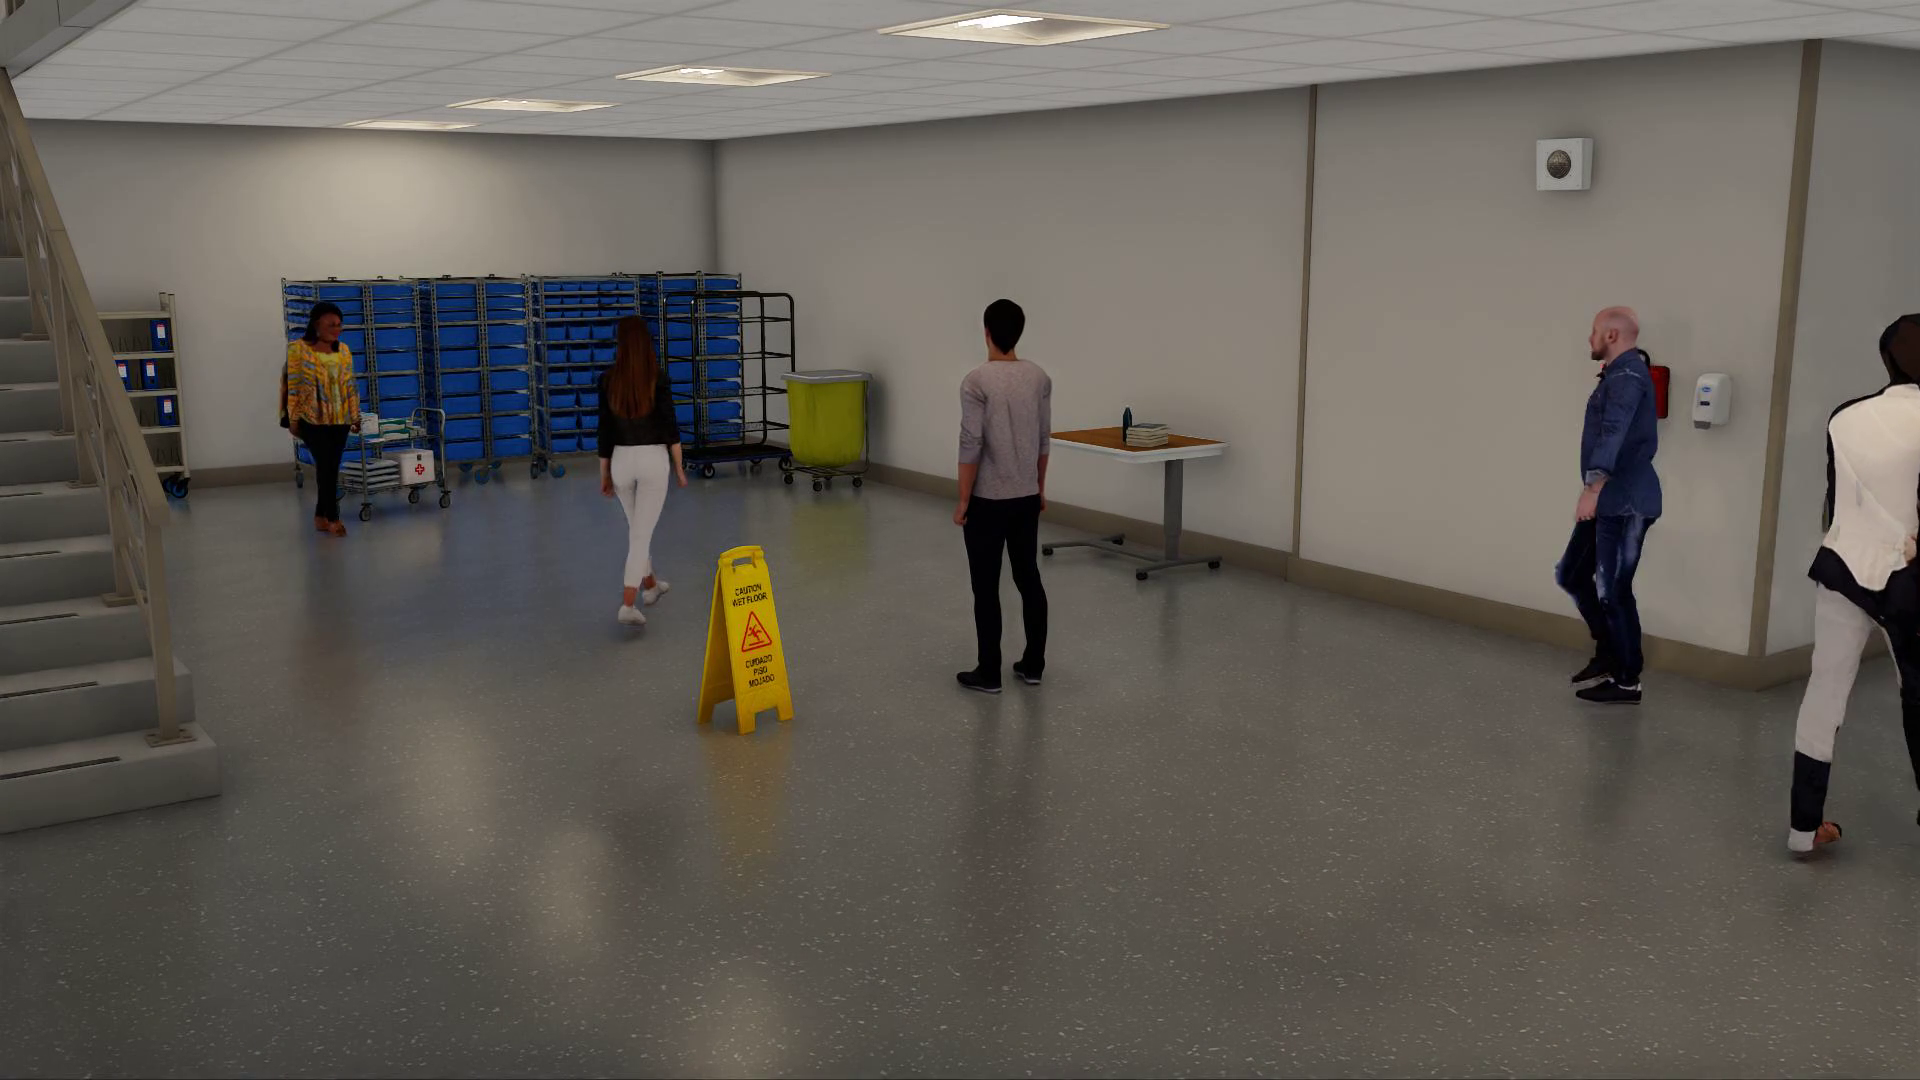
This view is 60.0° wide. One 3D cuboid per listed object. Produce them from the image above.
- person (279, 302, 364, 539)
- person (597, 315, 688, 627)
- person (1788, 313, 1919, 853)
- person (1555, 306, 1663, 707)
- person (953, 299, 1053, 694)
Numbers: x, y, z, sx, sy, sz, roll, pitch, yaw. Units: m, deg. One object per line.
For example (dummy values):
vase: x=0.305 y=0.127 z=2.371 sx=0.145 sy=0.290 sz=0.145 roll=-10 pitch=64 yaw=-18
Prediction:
person: x=-4.515 y=-0.835 z=11.694 sx=0.930 sy=1.631 sz=0.835 roll=8 pitch=13 yaw=36
person: x=-1.758 y=-0.343 z=9.012 sx=1.101 sy=1.667 sz=1.116 roll=2 pitch=11 yaw=13
person: x=3.088 y=0.190 z=5.707 sx=0.854 sy=1.851 sz=1.064 roll=-6 pitch=12 yaw=-28
person: x=3.060 y=-0.138 z=7.545 sx=0.892 sy=1.810 sz=0.848 roll=3 pitch=11 yaw=14
person: x=0.210 y=-0.211 z=7.843 sx=0.662 sy=1.843 sz=0.532 roll=-7 pitch=13 yaw=-32
